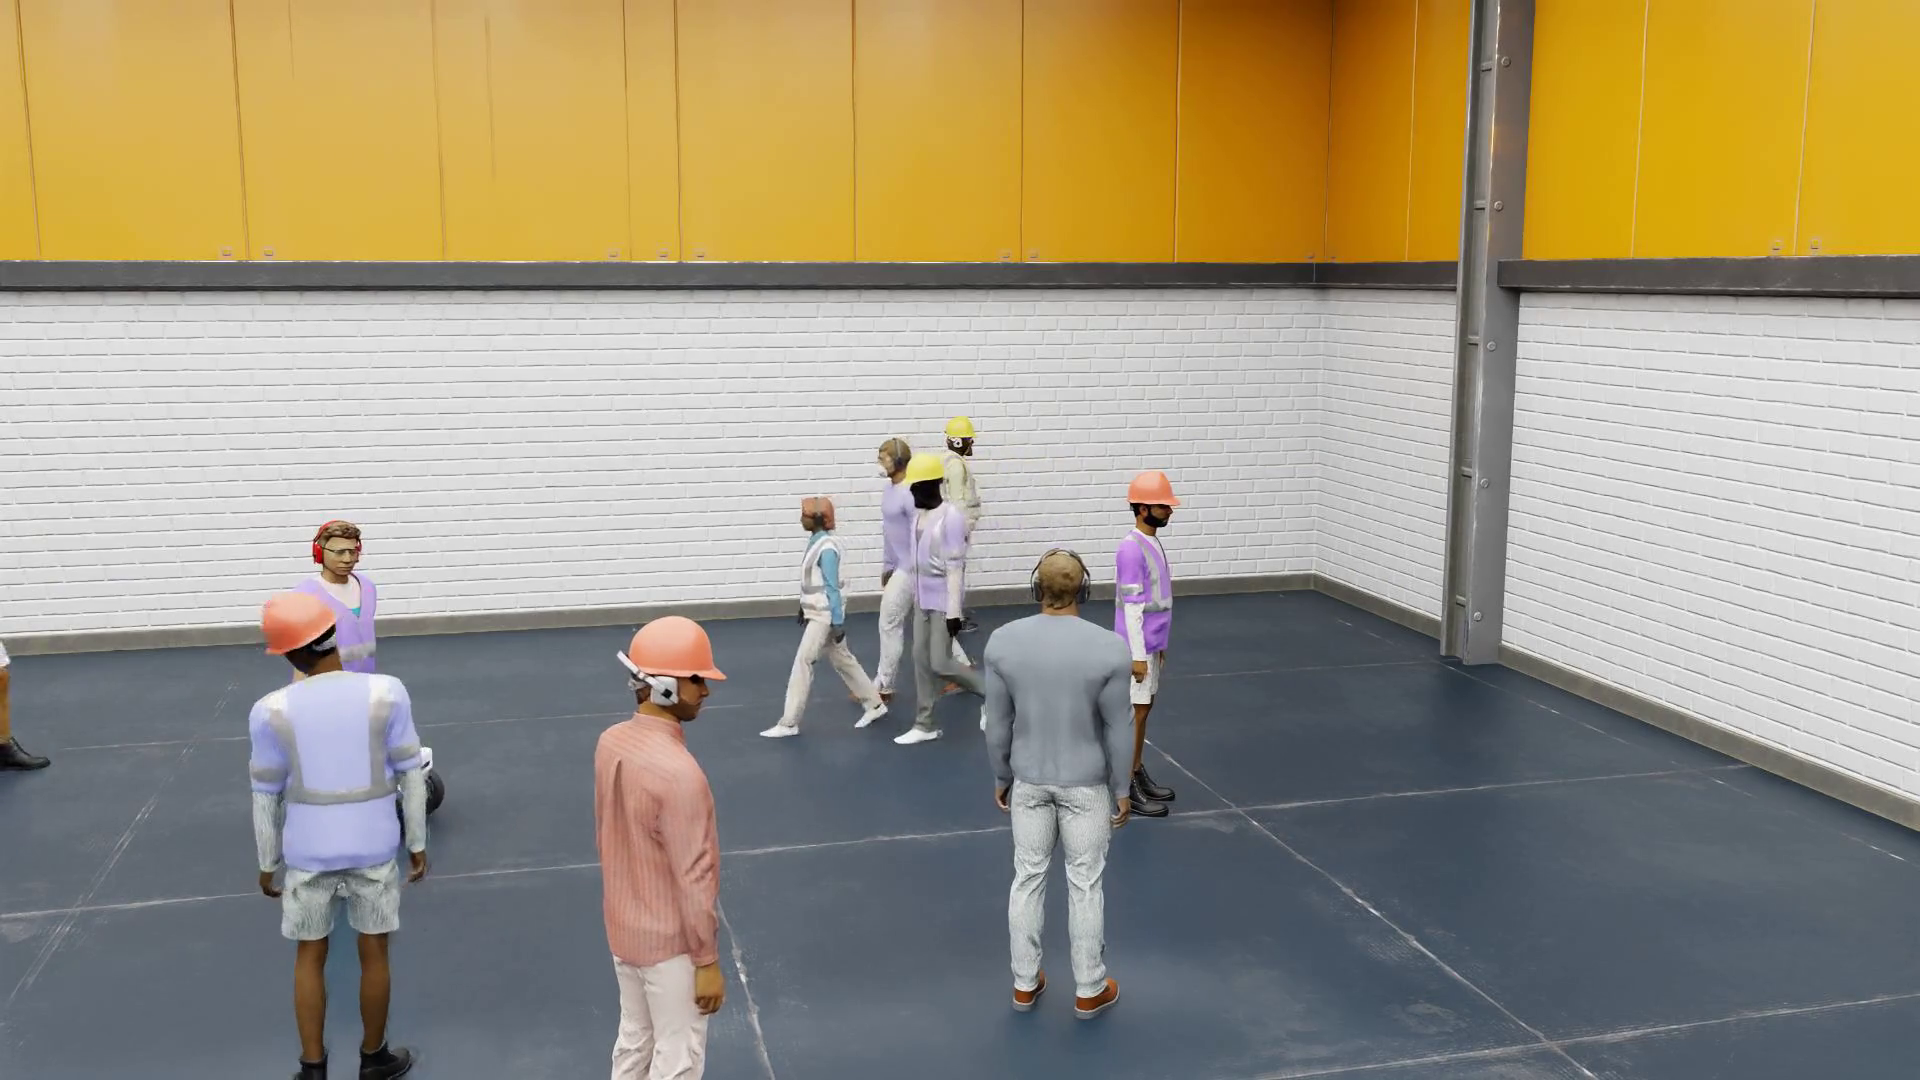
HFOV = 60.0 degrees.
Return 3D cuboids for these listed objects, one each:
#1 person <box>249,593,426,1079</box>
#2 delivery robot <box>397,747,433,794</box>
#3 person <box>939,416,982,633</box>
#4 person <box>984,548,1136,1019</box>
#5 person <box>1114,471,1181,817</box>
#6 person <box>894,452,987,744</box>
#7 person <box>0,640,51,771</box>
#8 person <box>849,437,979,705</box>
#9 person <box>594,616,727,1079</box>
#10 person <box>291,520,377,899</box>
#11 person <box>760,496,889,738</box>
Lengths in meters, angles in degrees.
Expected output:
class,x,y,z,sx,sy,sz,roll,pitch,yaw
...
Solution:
class,x,y,z,sx,sy,sz,roll,pitch,yaw
person,-2.245,1.128,6.037,0.595,1.898,0.424,-3,10,-17
delivery robot,-3.273,1.256,9.092,0.707,0.478,0.477,1,10,5
person,-0.018,-0.138,14.131,0.404,1.829,0.600,-2,9,-10
person,0.408,0.987,6.781,0.630,1.940,0.372,3,10,19
person,1.053,0.572,9.373,0.354,1.939,0.544,3,9,16
person,-0.084,0.375,10.706,0.640,1.907,0.591,-5,10,-29
person,-6.042,0.495,9.938,0.855,1.916,0.540,-2,9,-12
person,-0.288,0.216,11.758,0.944,1.908,0.639,-2,9,-13
person,-0.903,1.221,5.169,0.392,1.988,0.608,-7,11,-36
person,-3.063,0.809,8.188,0.395,1.841,0.564,3,10,17
person,-0.869,0.494,10.929,0.864,1.599,0.521,-2,9,-10
